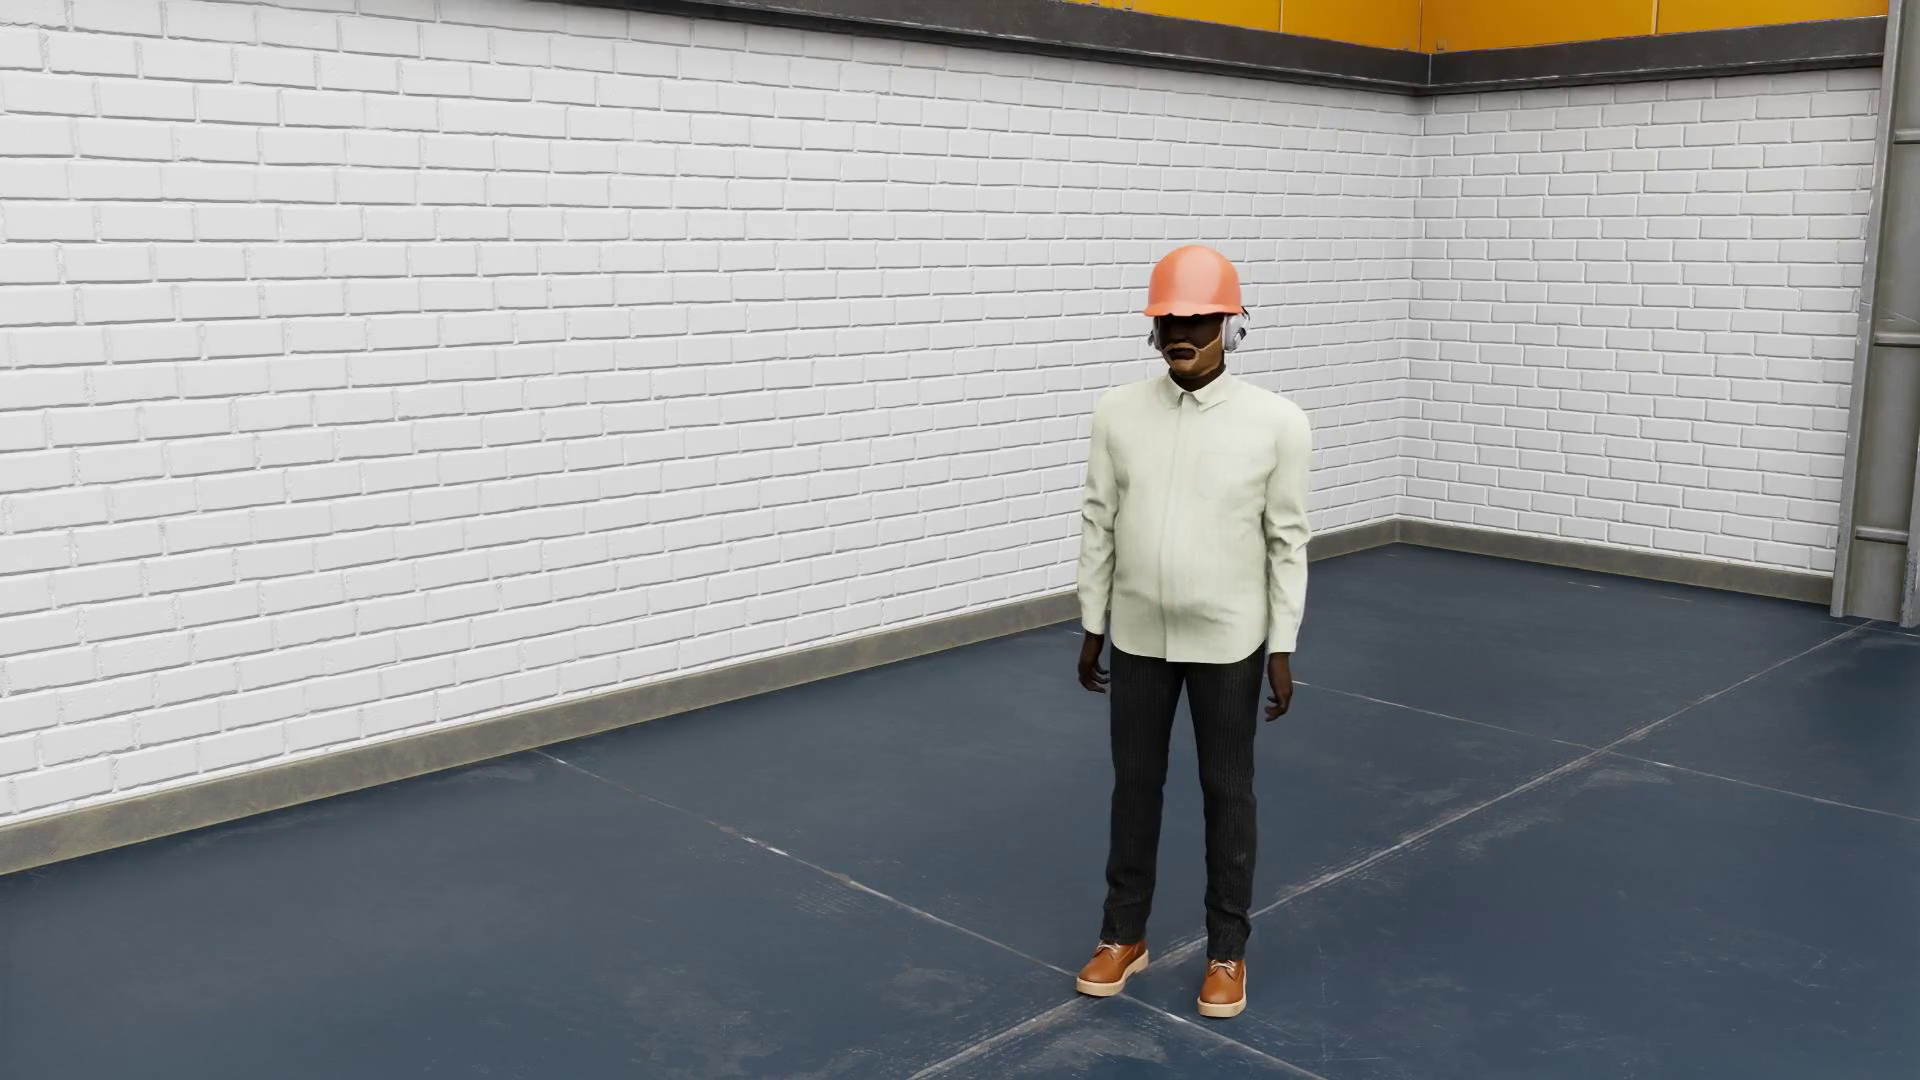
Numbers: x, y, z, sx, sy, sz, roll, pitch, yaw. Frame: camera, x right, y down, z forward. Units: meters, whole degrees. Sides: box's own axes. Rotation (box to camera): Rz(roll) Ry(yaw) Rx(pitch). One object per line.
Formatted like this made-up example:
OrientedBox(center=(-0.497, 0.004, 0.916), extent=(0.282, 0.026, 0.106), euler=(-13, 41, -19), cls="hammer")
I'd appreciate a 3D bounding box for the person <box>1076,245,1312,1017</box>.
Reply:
OrientedBox(center=(0.586, 0.245, 4.331), extent=(0.608, 1.996, 0.380), euler=(5, 11, 23), cls="person")
